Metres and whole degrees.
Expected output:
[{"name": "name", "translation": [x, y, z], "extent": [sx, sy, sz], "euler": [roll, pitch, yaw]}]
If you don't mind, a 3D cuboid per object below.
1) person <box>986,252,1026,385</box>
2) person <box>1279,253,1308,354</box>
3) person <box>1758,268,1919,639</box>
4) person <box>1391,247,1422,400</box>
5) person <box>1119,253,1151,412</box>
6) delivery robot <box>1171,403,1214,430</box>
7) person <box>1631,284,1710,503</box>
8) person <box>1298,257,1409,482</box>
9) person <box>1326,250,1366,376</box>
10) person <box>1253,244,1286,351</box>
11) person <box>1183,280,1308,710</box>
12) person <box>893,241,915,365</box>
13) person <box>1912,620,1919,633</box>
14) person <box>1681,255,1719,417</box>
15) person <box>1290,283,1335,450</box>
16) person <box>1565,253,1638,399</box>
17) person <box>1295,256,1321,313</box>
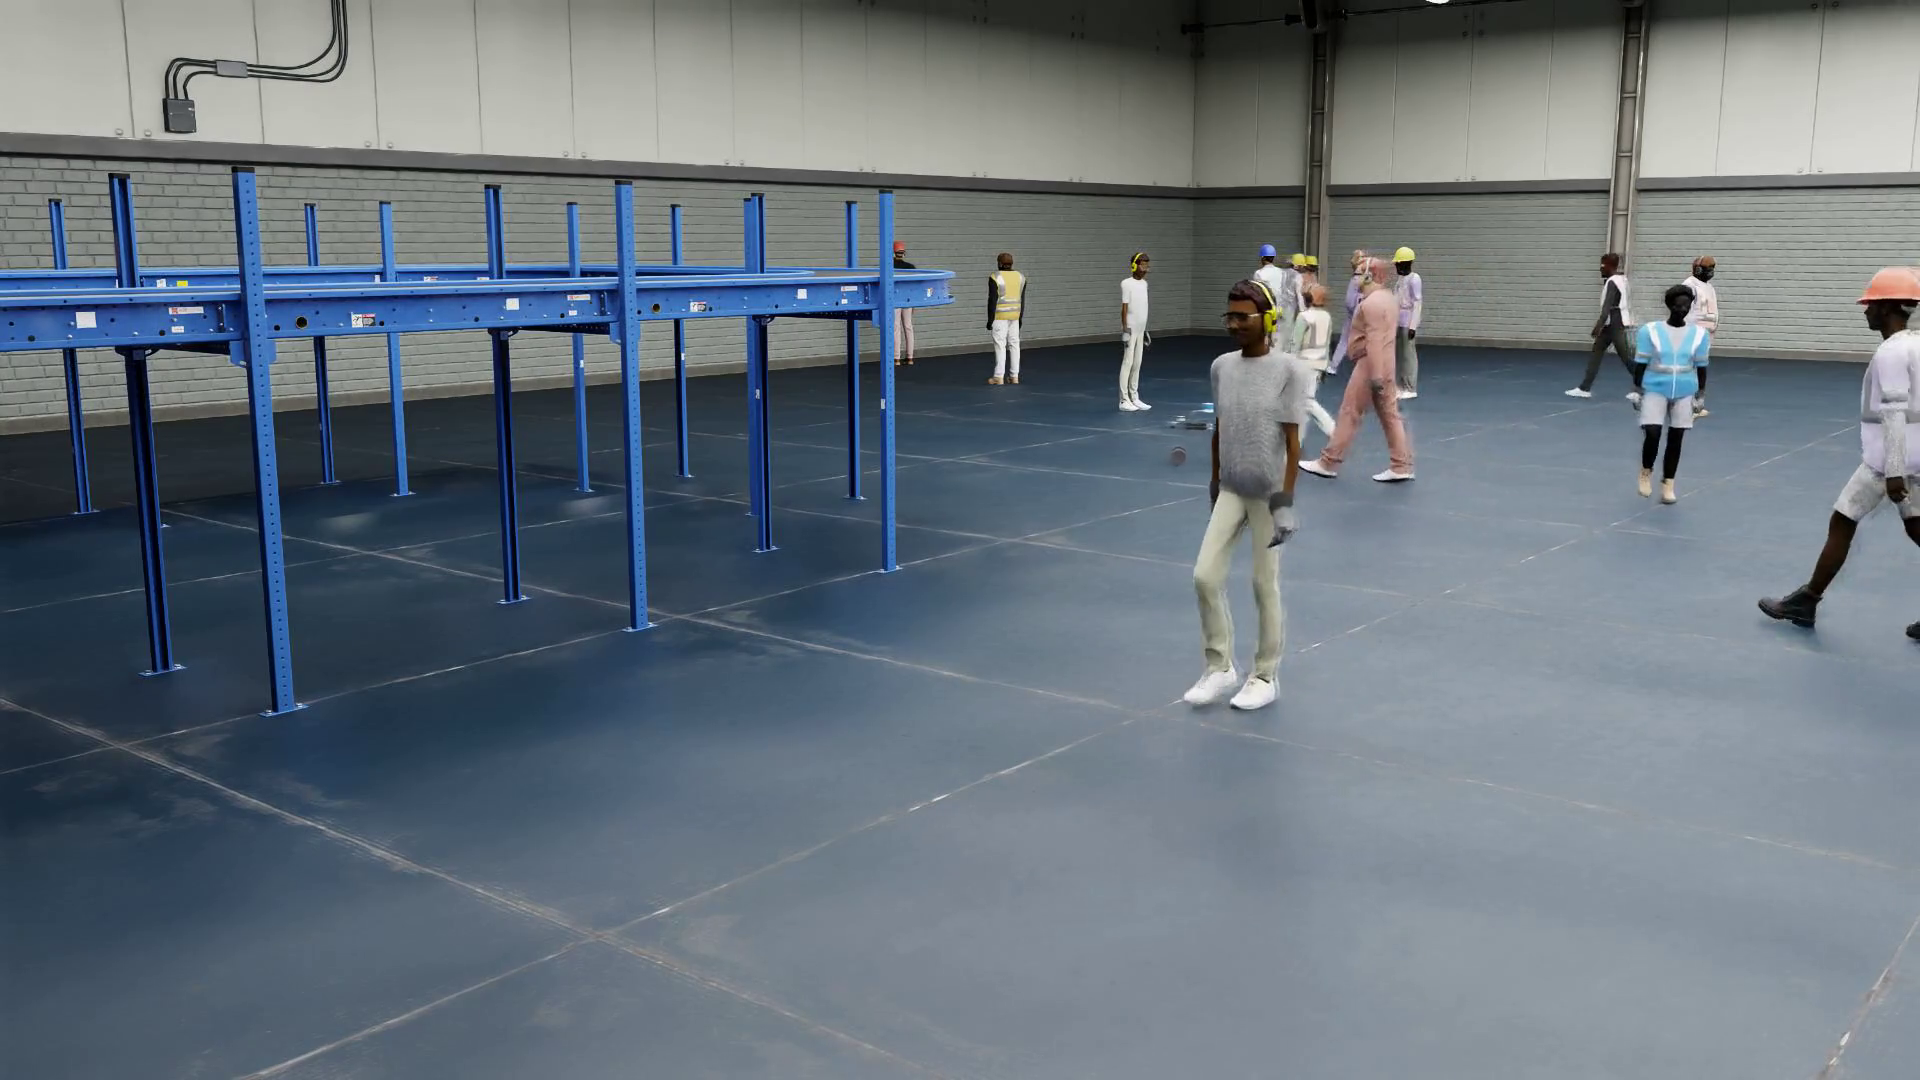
[{"name": "person", "translation": [0.627, -3.119, 23.433], "extent": [0.633, 1.843, 0.429], "euler": [-8, 13, -36]}, {"name": "person", "translation": [5.588, -3.956, 28.212], "extent": [0.667, 1.787, 0.611], "euler": [-3, 11, -15]}, {"name": "person", "translation": [4.747, -0.438, 8.490], "extent": [0.546, 1.877, 1.018], "euler": [-9, 14, -42]}, {"name": "person", "translation": [5.682, -2.768, 21.258], "extent": [0.381, 1.923, 0.591], "euler": [-1, 10, -6]}, {"name": "person", "translation": [2.098, -2.478, 19.821], "extent": [0.327, 1.865, 0.518], "euler": [8, 13, 38]}, {"name": "delivery robot", "translation": [2.275, -1.129, 15.111], "extent": [0.698, 0.223, 0.335], "euler": [1, 10, 7]}, {"name": "person", "translation": [5.454, -1.119, 12.769], "extent": [0.548, 1.680, 0.371], "euler": [2, 10, 9]}, {"name": "person", "translation": [3.362, -1.424, 13.971], "extent": [0.974, 1.860, 0.642], "euler": [6, 12, 30]}, {"name": "person", "translation": [5.751, -3.307, 24.410], "extent": [0.960, 1.855, 0.673], "euler": [0, 10, -1]}, {"name": "person", "translation": [4.492, -3.334, 24.326], "extent": [0.602, 1.949, 0.388], "euler": [-7, 12, -34]}, {"name": "person", "translation": [1.218, -0.168, 7.089], "extent": [0.512, 1.848, 0.571], "euler": [9, 13, 40]}, {"name": "person", "translation": [-0.987, -3.847, 27.037], "extent": [0.609, 1.996, 0.379], "euler": [-8, 13, -36]}, {"name": "person", "translation": [5.375, -0.386, 8.178], "extent": [1.008, 1.893, 0.555], "euler": [1, 10, 5]}, {"name": "person", "translation": [8.438, -2.325, 19.042], "extent": [0.429, 1.839, 0.633], "euler": [10, 14, 44]}, {"name": "person", "translation": [3.372, -1.632, 15.802], "extent": [0.742, 1.614, 0.513], "euler": [9, 14, 41]}, {"name": "person", "translation": [8.437, -2.757, 21.418], "extent": [1.029, 1.868, 0.588], "euler": [3, 11, 16]}, {"name": "person", "translation": [6.195, -4.135, 29.355], "extent": [0.790, 1.733, 0.534], "euler": [10, 14, 44]}]
